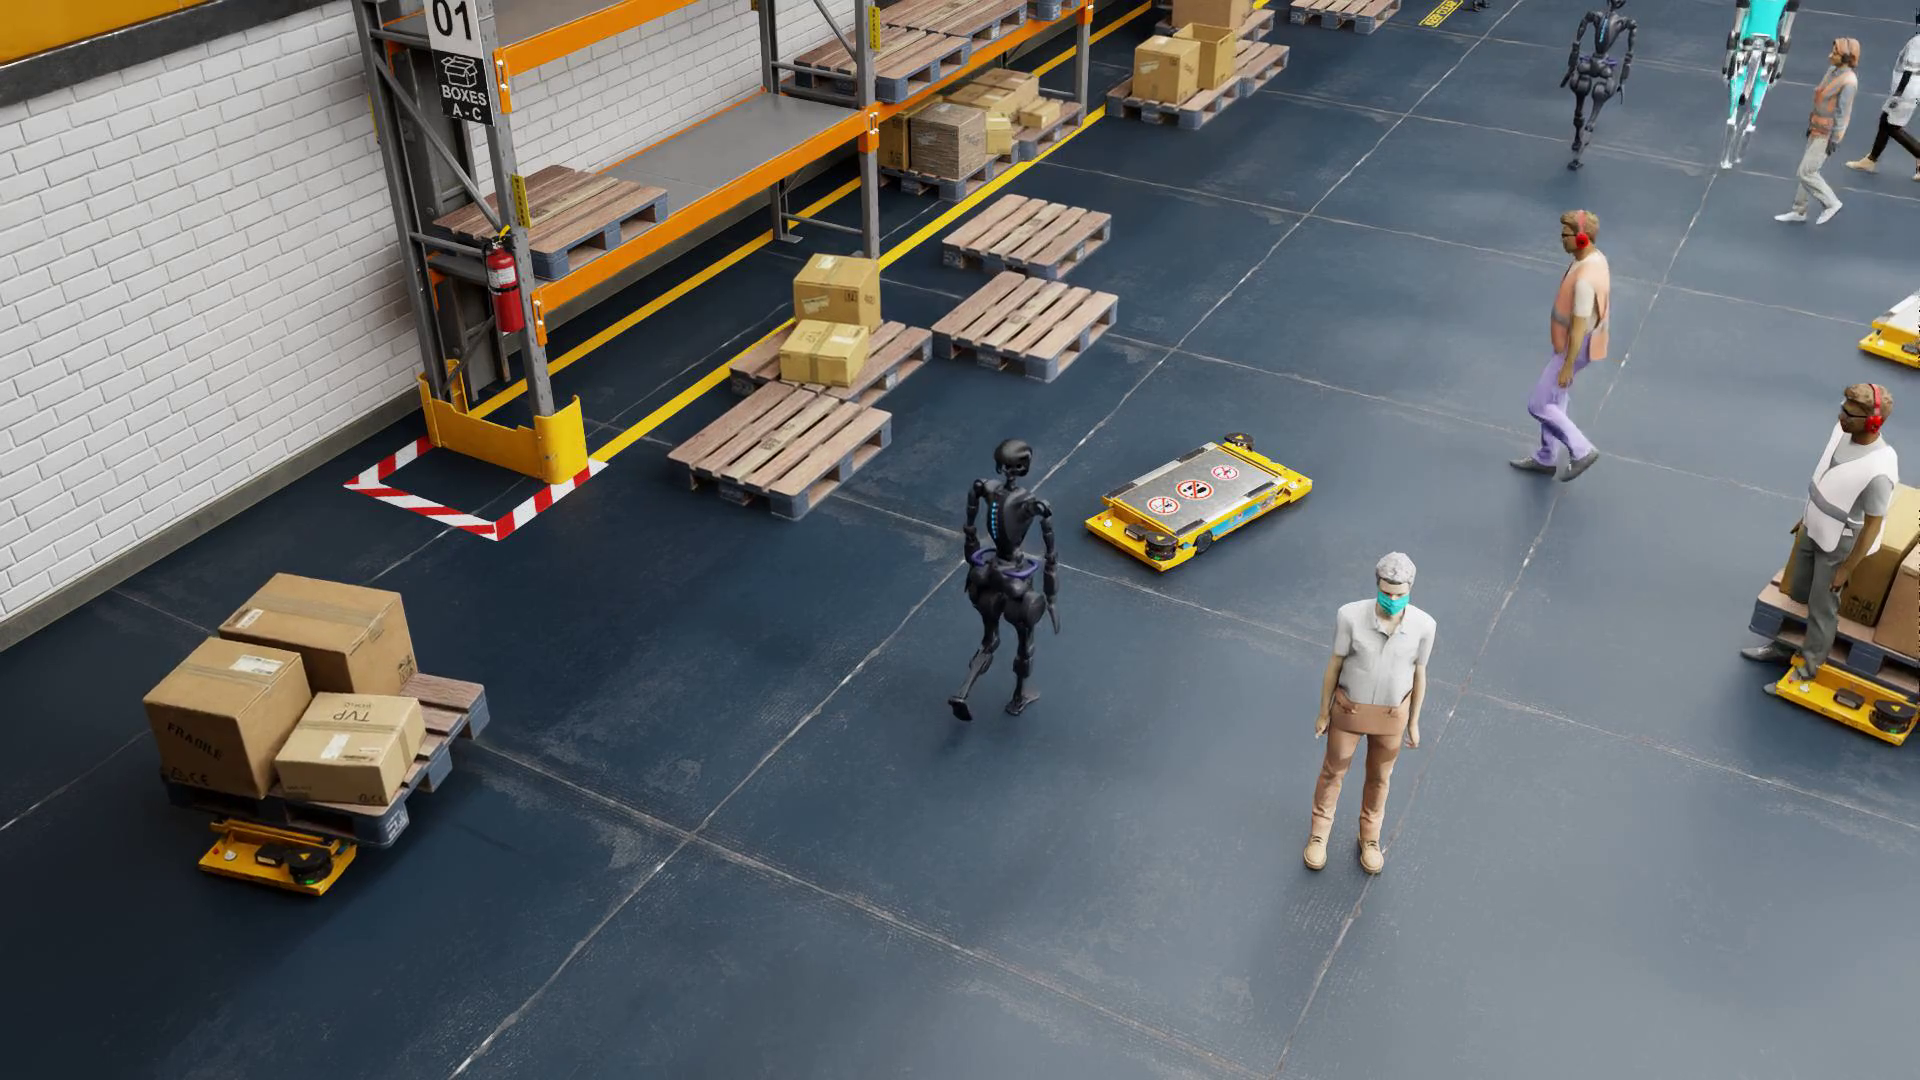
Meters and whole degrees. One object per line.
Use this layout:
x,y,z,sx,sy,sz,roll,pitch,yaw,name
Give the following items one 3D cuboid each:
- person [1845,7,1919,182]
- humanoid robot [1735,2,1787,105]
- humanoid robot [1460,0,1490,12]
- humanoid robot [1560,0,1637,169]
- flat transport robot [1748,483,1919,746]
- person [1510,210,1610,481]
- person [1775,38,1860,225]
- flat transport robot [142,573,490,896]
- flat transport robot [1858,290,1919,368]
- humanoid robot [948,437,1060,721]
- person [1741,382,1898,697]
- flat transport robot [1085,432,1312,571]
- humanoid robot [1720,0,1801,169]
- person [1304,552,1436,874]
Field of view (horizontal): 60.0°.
8.618,-4.049,15.001,0.712,1.673,0.537,24,40,31,person
8.148,-5.326,16.929,0.549,1.825,0.878,18,38,25,humanoid robot
6.188,-7.115,19.623,0.599,1.657,0.315,-29,43,-36,humanoid robot
5.923,-4.334,15.475,0.612,1.611,0.802,22,39,30,humanoid robot
5.133,0.609,9.227,0.659,0.231,1.431,27,42,35,flat transport robot
3.887,-1.201,10.564,0.500,1.816,0.607,12,35,17,person
7.354,-3.442,14.121,0.413,1.631,0.513,6,34,9,person
-3.109,1.180,8.363,0.659,0.231,1.431,8,34,12,flat transport robot
7.468,-1.626,12.608,1.431,0.231,0.659,-26,42,-34,flat transport robot
0.209,0.261,8.482,0.608,1.632,0.581,22,39,29,humanoid robot
4.575,0.007,8.711,0.373,1.840,0.568,2,33,2,person
1.528,-0.259,10.540,1.431,0.231,0.659,-26,41,-34,flat transport robot
7.262,-4.242,15.251,0.533,1.791,0.752,11,35,16,humanoid robot
1.870,0.795,7.605,0.468,1.748,0.321,4,34,7,person
